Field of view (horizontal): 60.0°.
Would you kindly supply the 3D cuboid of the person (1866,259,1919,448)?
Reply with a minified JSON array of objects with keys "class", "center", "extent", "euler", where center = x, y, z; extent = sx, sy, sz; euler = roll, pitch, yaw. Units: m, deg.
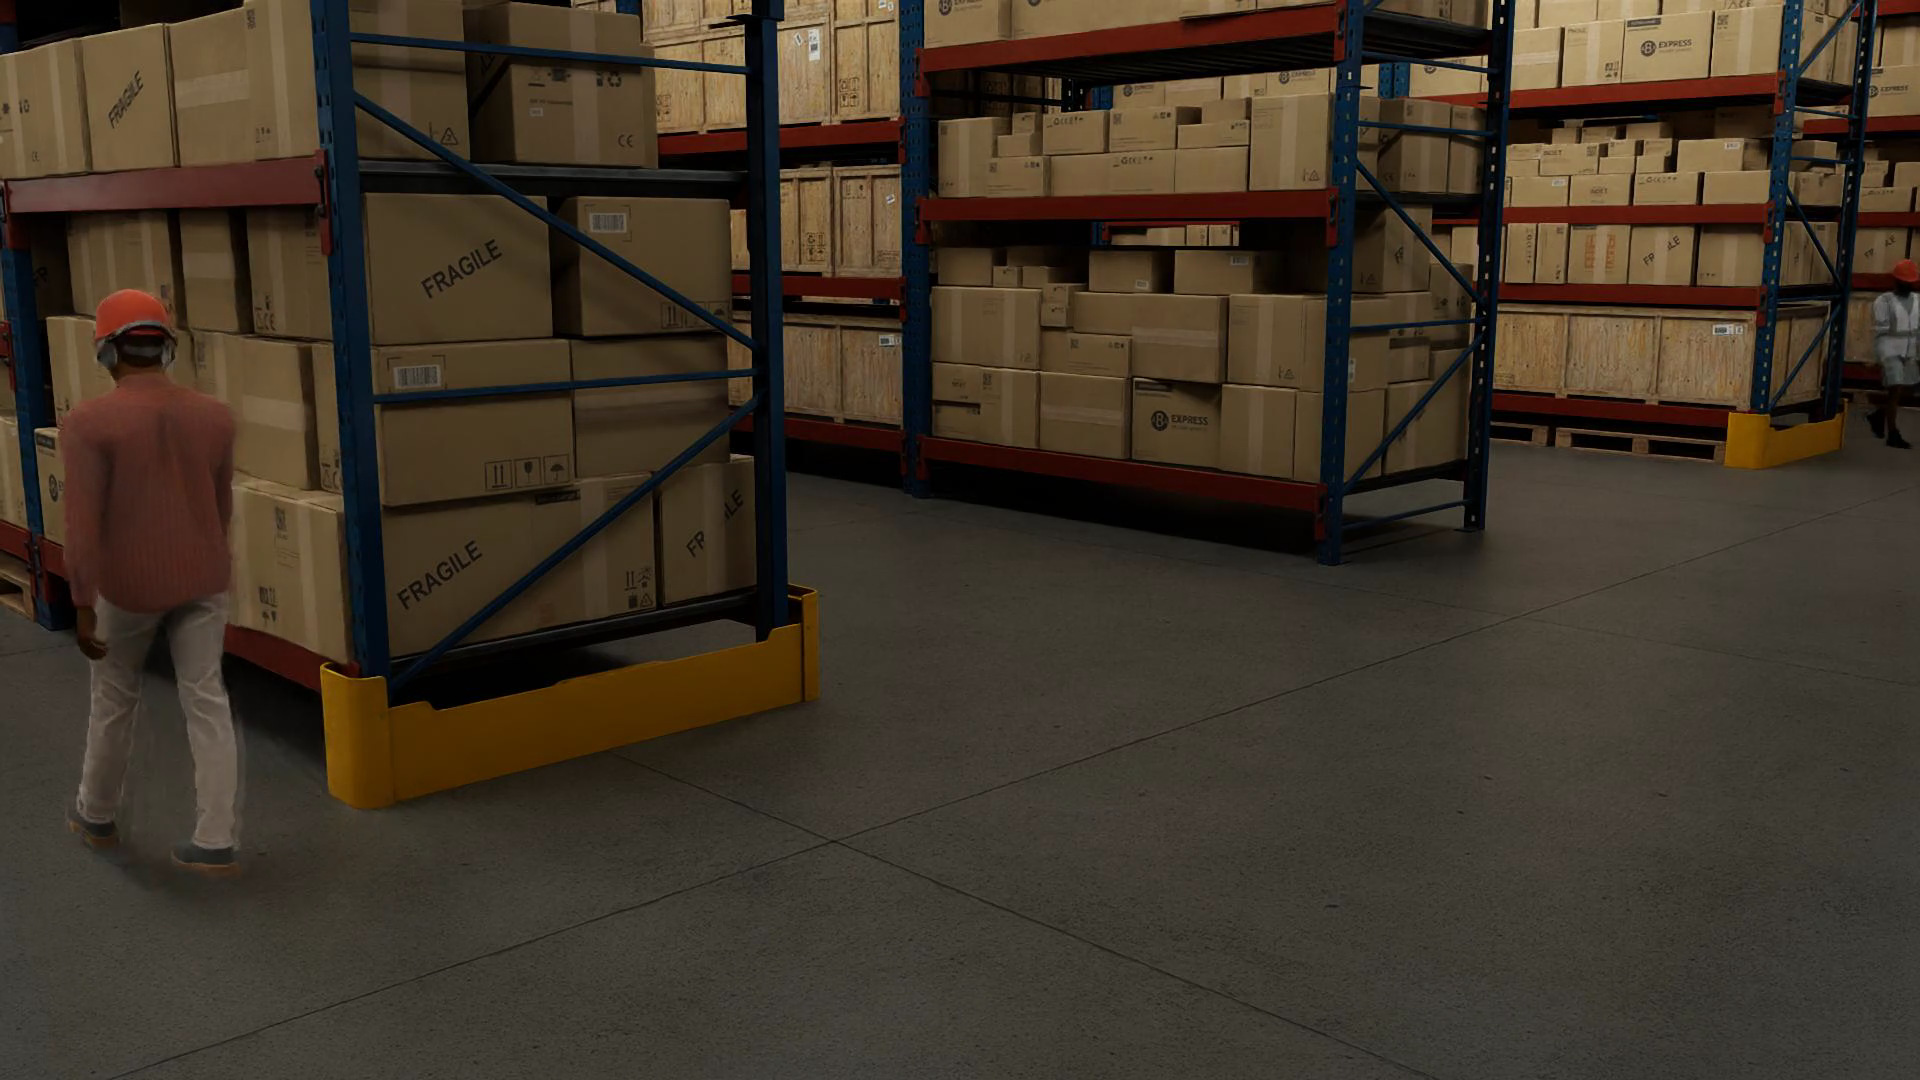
[{"class":"person","center":[9.463,-1.891,16.861],"extent":[0.582,1.901,0.627],"euler":[-2,11,-10]}]

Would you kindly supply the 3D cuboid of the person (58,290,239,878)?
[{"class":"person","center":[-2.782,0.138,5.654],"extent":[0.959,1.946,0.628],"euler":[8,13,39]}]
